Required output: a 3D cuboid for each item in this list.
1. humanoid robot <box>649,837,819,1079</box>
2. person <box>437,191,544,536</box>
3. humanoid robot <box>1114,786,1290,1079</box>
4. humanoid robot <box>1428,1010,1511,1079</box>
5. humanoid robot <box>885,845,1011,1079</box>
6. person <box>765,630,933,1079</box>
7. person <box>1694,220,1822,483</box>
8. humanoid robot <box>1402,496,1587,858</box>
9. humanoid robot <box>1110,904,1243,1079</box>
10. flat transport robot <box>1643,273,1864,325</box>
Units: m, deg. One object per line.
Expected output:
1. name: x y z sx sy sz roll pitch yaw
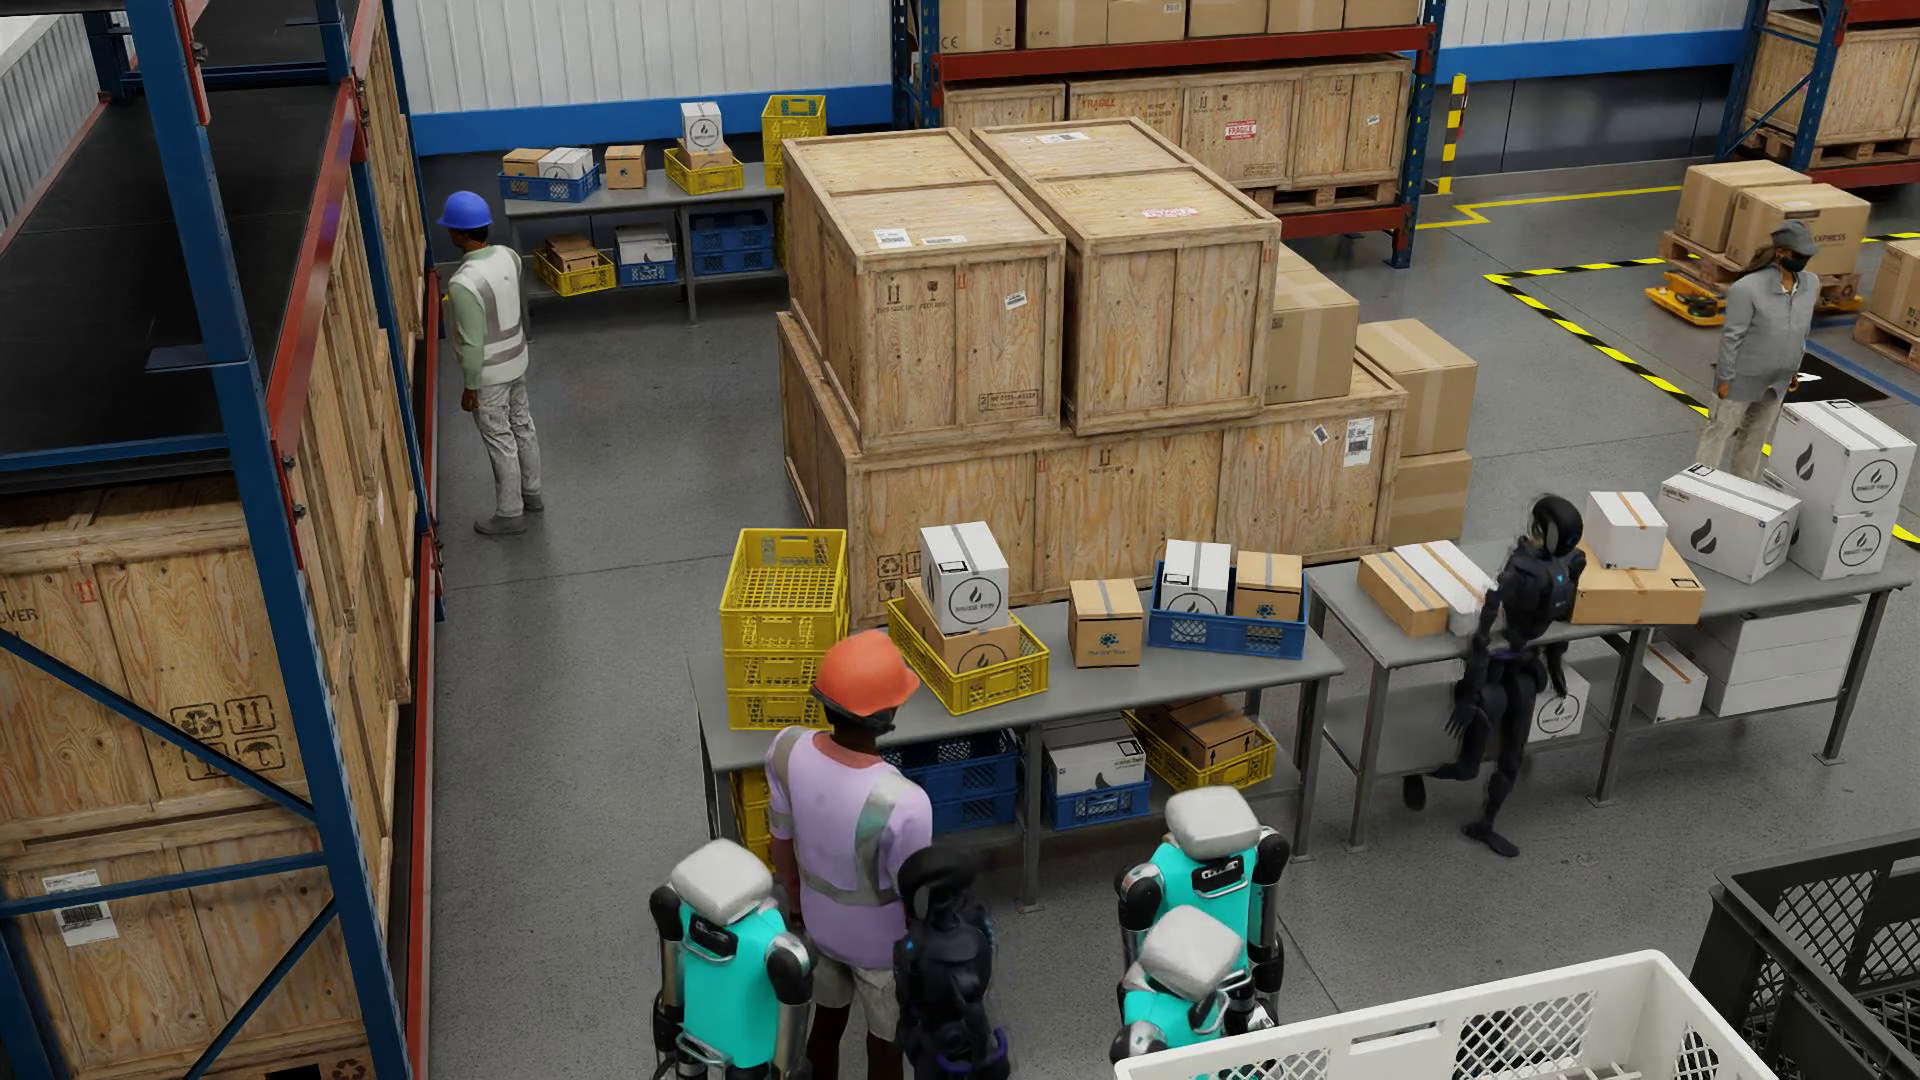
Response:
1. humanoid robot: -0.744 1.697 4.515 0.538 1.768 0.764 19 34 31
2. person: -2.563 -0.955 9.111 0.388 1.947 0.604 6 29 10
3. humanoid robot: 0.783 1.543 4.692 0.531 1.695 0.747 -13 32 -23
4. humanoid robot: 1.275 1.809 4.394 0.460 1.643 0.610 -21 35 -33
5. humanoid robot: -0.094 1.547 4.843 0.459 1.646 0.614 -11 31 -19
6. person: -0.291 1.170 5.156 0.610 2.041 0.391 21 35 33
7. person: 4.418 -0.932 9.251 0.567 1.769 0.398 -9 30 -16
8. humanoid robot: 2.174 0.503 6.763 0.609 1.637 0.540 -17 33 -28
9. humanoid robot: 0.736 1.740 4.364 0.709 1.735 0.539 14 32 24
10. flat transport robot: 5.962 -1.874 12.489 1.431 0.197 0.652 -7 30 -13
